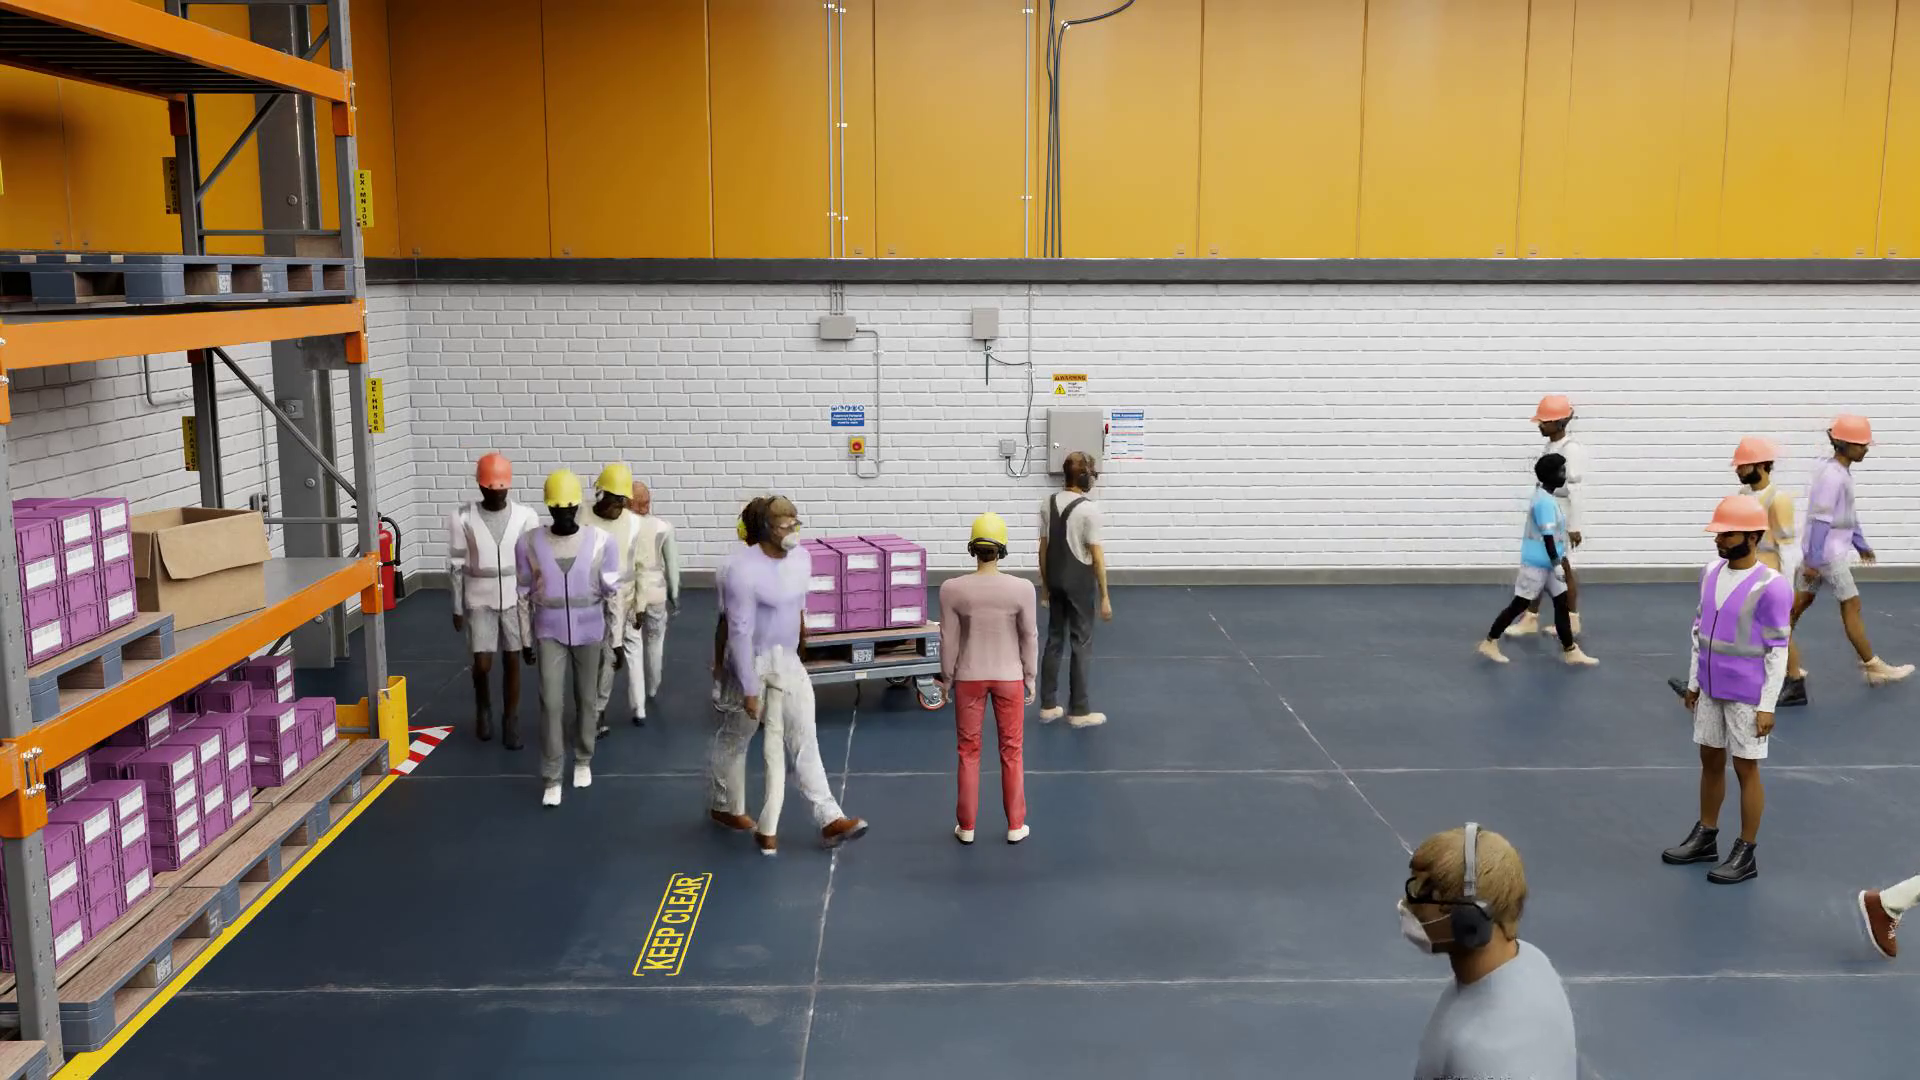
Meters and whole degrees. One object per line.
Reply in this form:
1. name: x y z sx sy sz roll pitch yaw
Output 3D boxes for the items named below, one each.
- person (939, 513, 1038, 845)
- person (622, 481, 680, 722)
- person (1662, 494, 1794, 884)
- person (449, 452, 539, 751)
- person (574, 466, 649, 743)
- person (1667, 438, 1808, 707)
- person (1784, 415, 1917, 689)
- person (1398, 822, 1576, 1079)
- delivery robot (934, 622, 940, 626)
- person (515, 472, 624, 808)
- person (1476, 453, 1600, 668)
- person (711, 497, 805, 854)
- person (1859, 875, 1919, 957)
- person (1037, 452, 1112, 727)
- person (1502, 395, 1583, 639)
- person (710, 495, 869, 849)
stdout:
1. person: 0.151 0.735 8.762 0.522 1.768 0.312 0 9 2
2. person: -2.195 0.398 11.323 0.541 1.591 0.908 -3 10 -16
3. person: 3.816 0.732 8.248 0.372 1.939 0.544 -3 10 -18
4. person: -2.891 0.392 10.422 0.549 1.912 0.487 -4 10 -25
5. person: -2.300 0.413 10.731 0.627 1.767 0.897 -4 10 -21
6. person: 5.435 0.235 11.468 1.035 1.871 0.540 0 9 3
7. person: 6.423 0.085 12.074 1.053 1.982 0.631 4 10 23
8. person: 1.092 1.526 3.465 0.409 1.922 0.634 3 10 19
9. delivery robot: 0.117 0.717 12.285 0.707 0.478 0.477 -3 10 -16
10. person: -2.216 0.557 9.467 0.598 1.890 0.889 -2 9 -12
11. person: 4.406 0.155 12.661 0.880 1.655 0.534 4 10 25
12. person: -1.086 0.688 8.828 0.540 1.828 0.804 -3 10 -18
13. person: 4.366 0.989 7.028 0.828 1.837 0.548 7 11 35
14. person: 0.742 0.337 11.024 0.371 1.841 0.550 -9 13 -43
15. person: 4.755 -0.175 13.594 0.852 2.004 0.650 1 9 4
16. person: -0.957 0.692 8.685 1.068 1.869 0.644 7 12 37
